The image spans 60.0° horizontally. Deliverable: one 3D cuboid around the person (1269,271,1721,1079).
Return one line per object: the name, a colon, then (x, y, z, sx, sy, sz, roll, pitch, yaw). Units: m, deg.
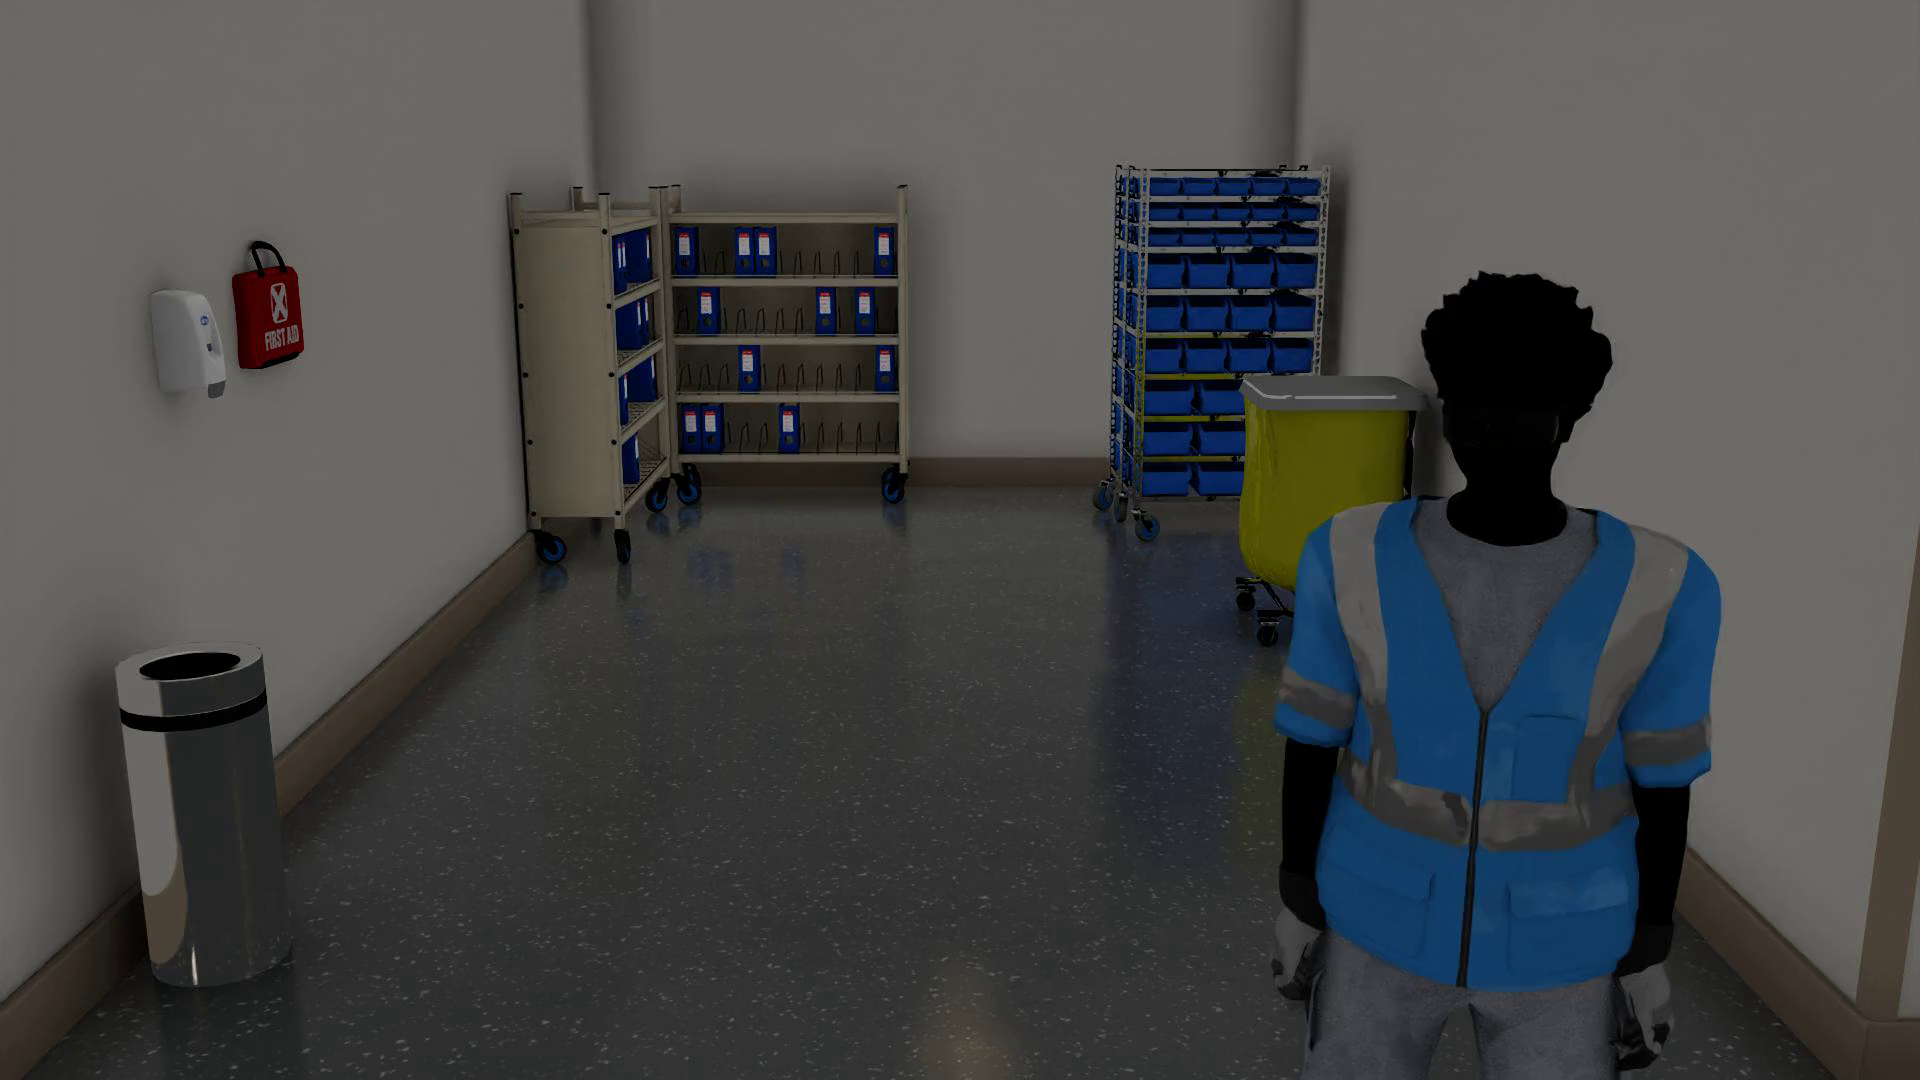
person: (0.657, 0.507, 2.154, 0.538, 1.695, 0.317, 5, 14, 19)
